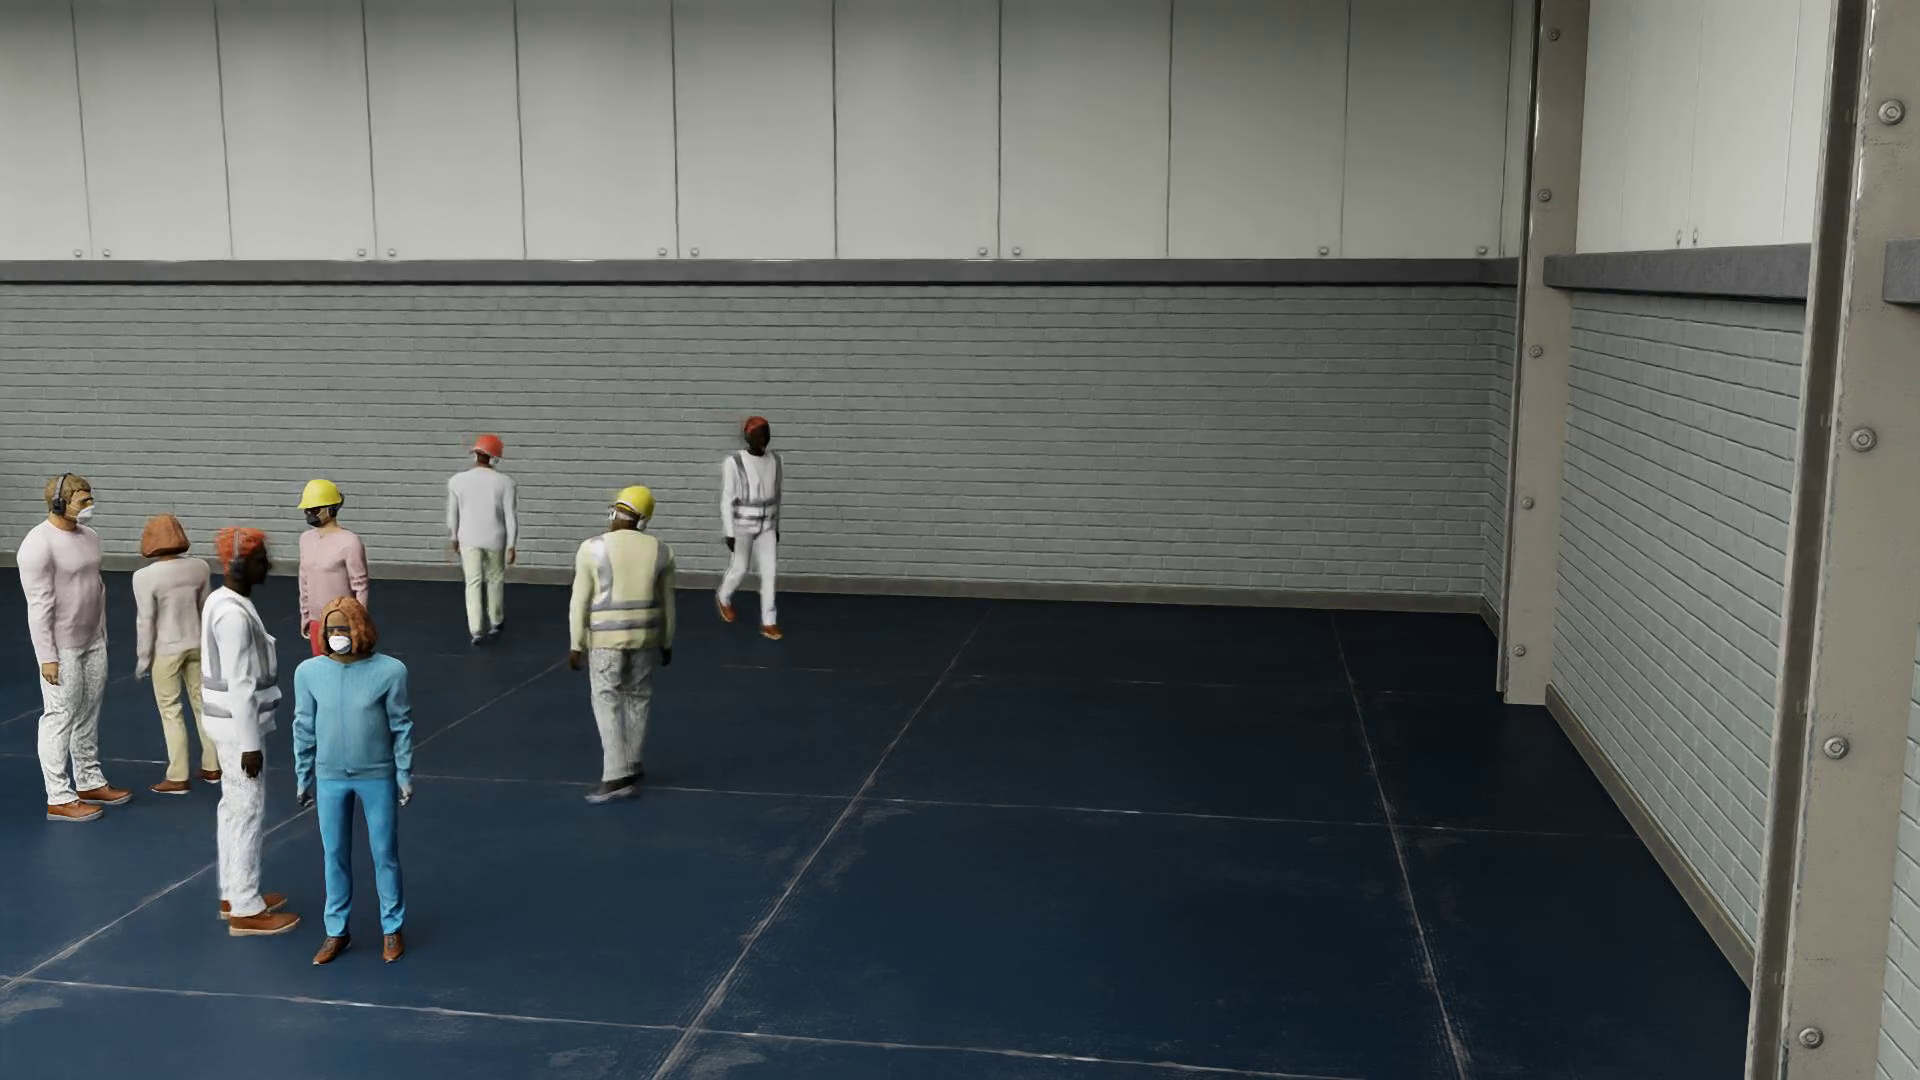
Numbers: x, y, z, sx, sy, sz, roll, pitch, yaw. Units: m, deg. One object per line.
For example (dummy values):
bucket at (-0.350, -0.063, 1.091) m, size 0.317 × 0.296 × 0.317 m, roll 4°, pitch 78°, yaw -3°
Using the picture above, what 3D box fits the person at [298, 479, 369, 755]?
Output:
person at (-3.874, 0.500, 10.258) m, size 0.528 × 1.767 × 0.329 m, roll 5°, pitch 10°, yaw 27°

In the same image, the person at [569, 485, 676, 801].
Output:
person at (-1.934, 0.592, 9.661) m, size 0.659 × 1.786 × 0.583 m, roll -5°, pitch 11°, yaw -30°

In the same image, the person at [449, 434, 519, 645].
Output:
person at (-3.907, -0.006, 13.637) m, size 0.570 × 1.710 × 0.875 m, roll -2°, pitch 9°, yaw -11°

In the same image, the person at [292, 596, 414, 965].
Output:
person at (-2.649, 1.048, 7.286) m, size 0.507 × 1.632 × 0.275 m, roll -1°, pitch 9°, yaw -5°

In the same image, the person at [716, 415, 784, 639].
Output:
person at (-1.773, -0.132, 13.904) m, size 0.587 × 1.855 × 0.868 m, roll -7°, pitch 11°, yaw -36°

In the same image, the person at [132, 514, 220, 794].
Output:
person at (-4.564, 0.659, 9.684) m, size 0.268 × 1.630 × 0.507 m, roll 5°, pitch 10°, yaw 27°

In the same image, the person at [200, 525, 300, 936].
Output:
person at (-3.290, 0.866, 7.637) m, size 0.337 × 1.882 × 0.584 m, roll -5°, pitch 10°, yaw -27°

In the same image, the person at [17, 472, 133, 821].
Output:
person at (-4.926, 0.586, 9.233) m, size 0.375 × 1.933 × 0.625 m, roll 0°, pitch 9°, yaw 2°
